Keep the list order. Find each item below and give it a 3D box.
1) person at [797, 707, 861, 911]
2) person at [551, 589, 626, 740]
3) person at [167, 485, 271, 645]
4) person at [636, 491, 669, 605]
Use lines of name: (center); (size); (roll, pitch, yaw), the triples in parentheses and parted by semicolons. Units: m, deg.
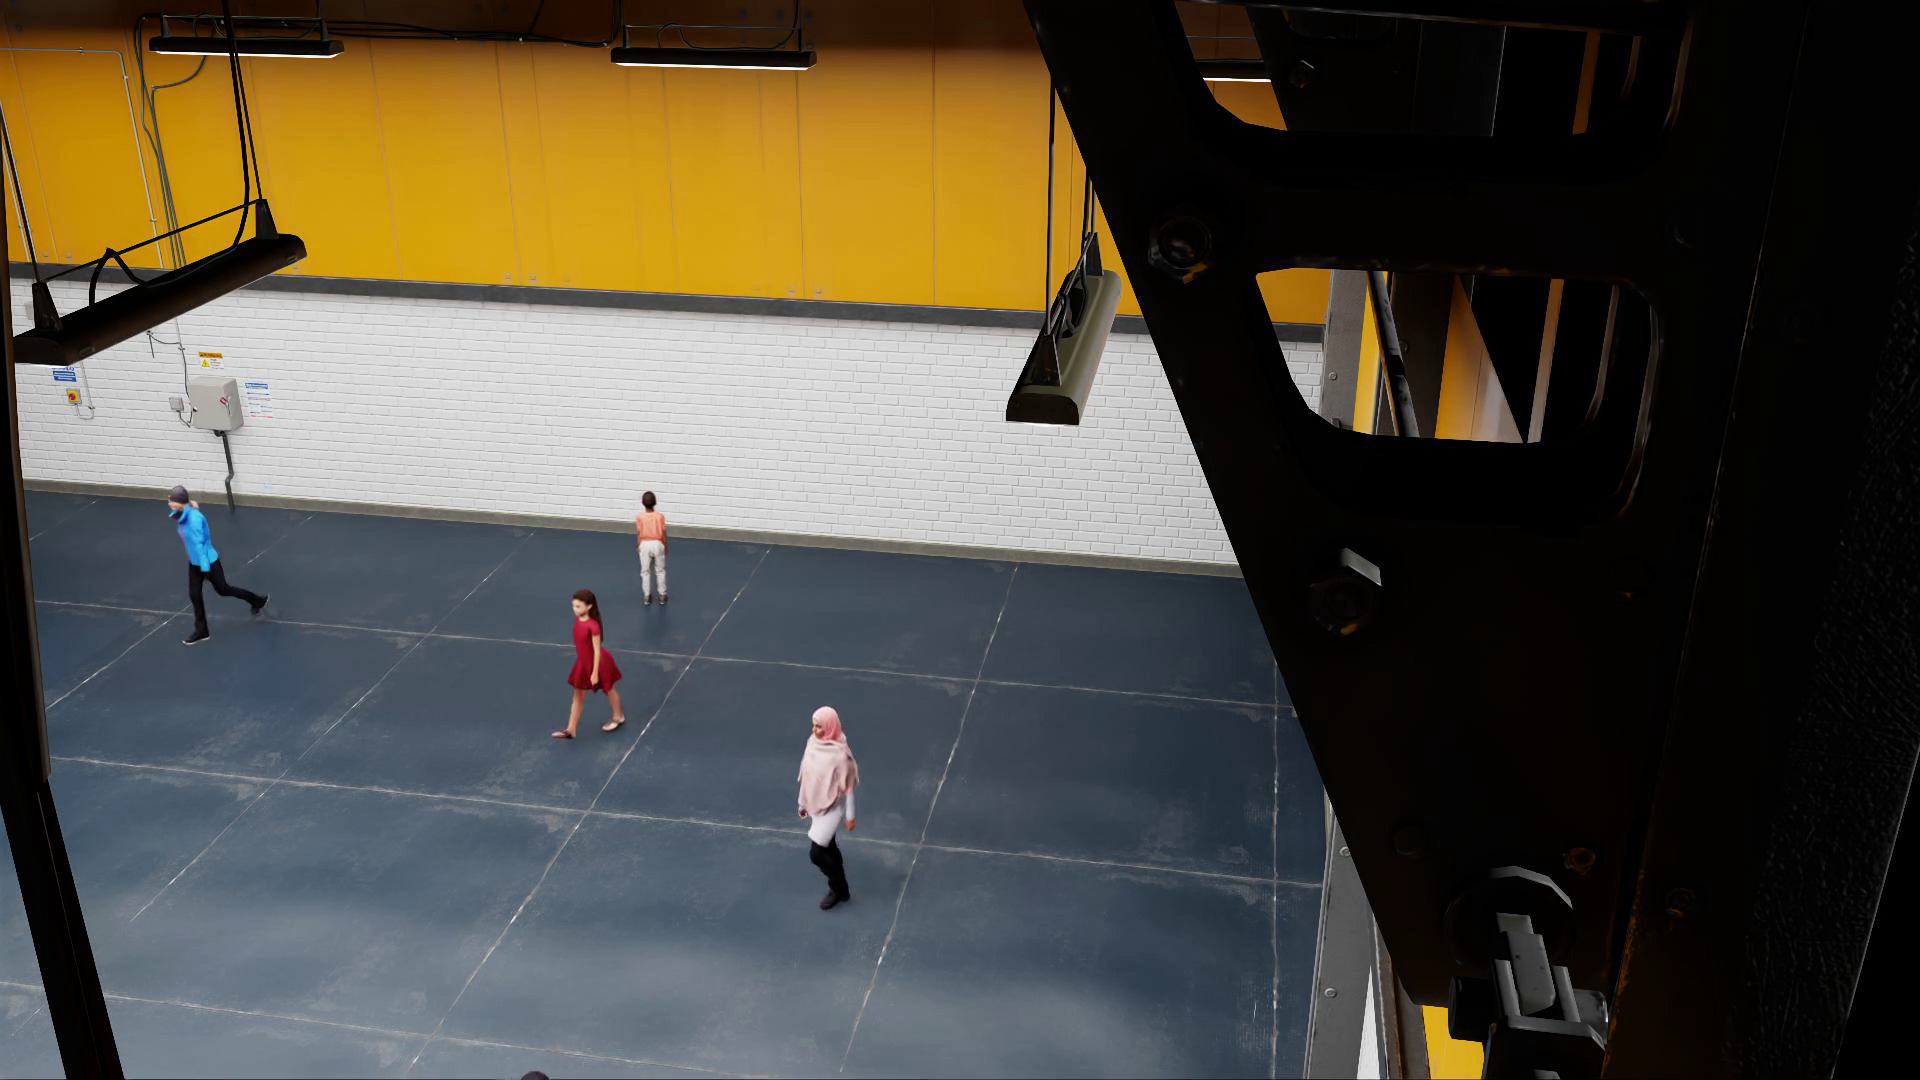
person: (-0.978, 2.106, 13.171); (0.826, 1.790, 0.772); (-18, 30, -36)
person: (-3.402, 1.141, 15.714); (0.882, 1.520, 1.060); (20, 31, 38)
person: (-7.867, 0.219, 17.541); (1.256, 1.746, 1.064); (-22, 32, -40)
person: (-3.407, 0.083, 18.399); (0.525, 1.308, 0.541); (-3, 24, -7)
